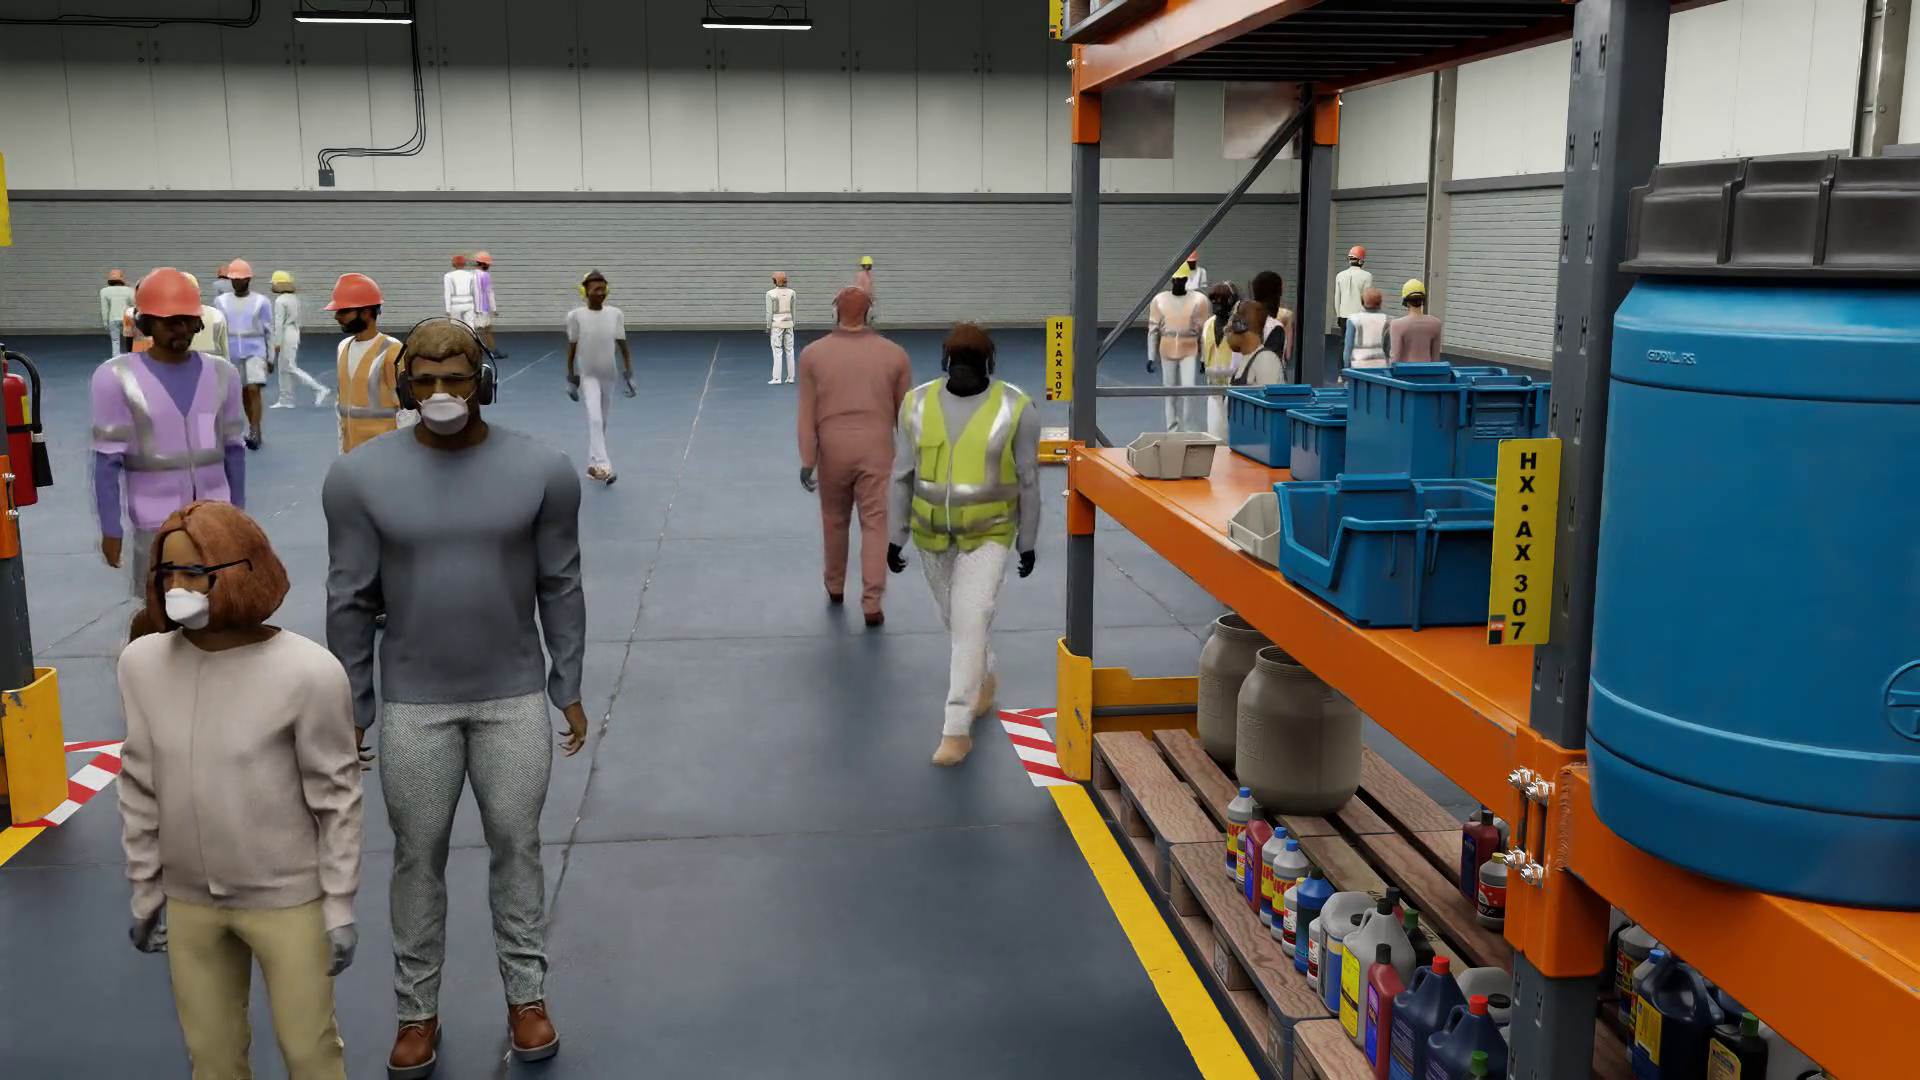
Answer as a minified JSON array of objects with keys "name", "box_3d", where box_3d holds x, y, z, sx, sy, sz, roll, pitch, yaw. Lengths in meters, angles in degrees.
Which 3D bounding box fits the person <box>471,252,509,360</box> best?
[{"name":"person","box_3d":[-8.254,-3.998,28.541,0.994,1.889,0.547,-9,14,-42]}]

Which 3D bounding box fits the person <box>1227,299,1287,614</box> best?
[{"name":"person","box_3d":[1.587,-0.357,8.800,0.370,1.808,0.629,-2,10,-8]}]

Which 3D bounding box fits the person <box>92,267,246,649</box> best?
[{"name":"person","box_3d":[-3.343,-0.137,7.021,0.810,2.014,0.627,9,14,42]}]

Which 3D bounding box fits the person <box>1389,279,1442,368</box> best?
[{"name":"person","box_3d":[3.948,-1.386,14.536,0.525,1.765,0.329,-4,11,-20]}]

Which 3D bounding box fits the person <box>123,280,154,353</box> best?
[{"name":"person","box_3d":[-8.524,-1.909,17.580,0.538,1.695,0.319,-4,11,-22]}]

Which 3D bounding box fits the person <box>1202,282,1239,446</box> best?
[{"name":"person","box_3d":[2.223,-1.167,13.315,0.984,1.784,0.719,-9,14,-40]}]

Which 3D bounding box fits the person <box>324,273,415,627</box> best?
[{"name":"person","box_3d":[-3.231,-0.483,9.109,0.552,1.933,0.364,6,12,32]}]

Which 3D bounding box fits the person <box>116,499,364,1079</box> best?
[{"name":"person","box_3d":[-1.427,0.724,3.317,0.501,1.633,0.285,2,10,10]}]

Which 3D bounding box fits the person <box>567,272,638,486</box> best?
[{"name":"person","box_3d":[-3.074,-1.383,14.339,0.535,1.820,0.956,-6,12,-30]}]

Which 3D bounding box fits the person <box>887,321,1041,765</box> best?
[{"name":"person","box_3d":[0.035,-0.034,7.088,0.617,1.798,0.963,4,11,20]}]

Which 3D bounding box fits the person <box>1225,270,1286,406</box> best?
[{"name":"person","box_3d":[2.105,-0.899,11.484,0.517,1.901,0.603,-4,11,-23]}]

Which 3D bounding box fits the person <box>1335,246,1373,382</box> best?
[{"name":"person","box_3d":[5.774,-3.289,24.330,0.612,1.995,0.377,9,14,41]}]

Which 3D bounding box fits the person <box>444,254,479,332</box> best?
[{"name":"person","box_3d":[-8.457,-3.916,28.215,0.612,1.829,0.981,-7,12,-32]}]

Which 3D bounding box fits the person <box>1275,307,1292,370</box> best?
[{"name":"person","box_3d":[3.462,-2.059,18.662,0.524,1.616,0.757,0,10,0]}]

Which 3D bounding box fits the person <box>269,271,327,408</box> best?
[{"name":"person","box_3d":[-8.273,-2.478,20.661,0.719,1.725,0.492,-1,10,-5]}]

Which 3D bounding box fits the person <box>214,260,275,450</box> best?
[{"name":"person","box_3d":[-7.217,-1.849,16.716,0.555,1.890,0.971,-1,10,-6]}]

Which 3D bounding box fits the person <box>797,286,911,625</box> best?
[{"name":"person","box_3d":[-0.582,-0.497,9.416,0.658,1.853,0.963,-1,10,-3]}]

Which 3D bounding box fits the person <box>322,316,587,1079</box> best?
[{"name":"person","box_3d":[-1.267,0.402,4.247,0.634,1.938,0.355,-3,11,-18]}]

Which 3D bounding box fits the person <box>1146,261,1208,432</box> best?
[{"name":"person","box_3d":[2.196,-1.873,16.827,0.603,1.903,0.706,3,11,15]}]

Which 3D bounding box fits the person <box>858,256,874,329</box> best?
[{"name":"person","box_3d":[-1.971,-4.913,33.916,0.579,1.754,0.532,5,11,25]}]

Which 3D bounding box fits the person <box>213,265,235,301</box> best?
[{"name":"person","box_3d":[-13.030,-4.075,29.624,0.499,1.634,0.279,-9,14,-42]}]

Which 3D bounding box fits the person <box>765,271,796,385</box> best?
[{"name":"person","box_3d":[-2.591,-3.067,24.088,0.514,1.641,0.308,-9,14,-41]}]

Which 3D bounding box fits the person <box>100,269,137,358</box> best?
[{"name":"person","box_3d":[-12.976,-3.361,25.713,0.498,1.633,0.279,-4,11,-21]}]

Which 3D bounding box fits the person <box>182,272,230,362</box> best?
[{"name":"person","box_3d":[-6.707,-1.426,14.591,0.403,1.822,0.587,10,14,44]}]

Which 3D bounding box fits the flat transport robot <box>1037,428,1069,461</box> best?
[{"name":"flat transport robot","box_3d":[0.945,-0.938,16.171,0.652,0.197,1.431,0,10,1]}]

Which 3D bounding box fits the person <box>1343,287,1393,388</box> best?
[{"name":"person","box_3d":[4.124,-1.734,16.821,0.540,1.621,0.435,-1,10,-5]}]

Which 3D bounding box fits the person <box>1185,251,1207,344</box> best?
[{"name":"person","box_3d":[4.271,-4.386,30.653,0.545,1.877,0.920,2,10,8]}]
